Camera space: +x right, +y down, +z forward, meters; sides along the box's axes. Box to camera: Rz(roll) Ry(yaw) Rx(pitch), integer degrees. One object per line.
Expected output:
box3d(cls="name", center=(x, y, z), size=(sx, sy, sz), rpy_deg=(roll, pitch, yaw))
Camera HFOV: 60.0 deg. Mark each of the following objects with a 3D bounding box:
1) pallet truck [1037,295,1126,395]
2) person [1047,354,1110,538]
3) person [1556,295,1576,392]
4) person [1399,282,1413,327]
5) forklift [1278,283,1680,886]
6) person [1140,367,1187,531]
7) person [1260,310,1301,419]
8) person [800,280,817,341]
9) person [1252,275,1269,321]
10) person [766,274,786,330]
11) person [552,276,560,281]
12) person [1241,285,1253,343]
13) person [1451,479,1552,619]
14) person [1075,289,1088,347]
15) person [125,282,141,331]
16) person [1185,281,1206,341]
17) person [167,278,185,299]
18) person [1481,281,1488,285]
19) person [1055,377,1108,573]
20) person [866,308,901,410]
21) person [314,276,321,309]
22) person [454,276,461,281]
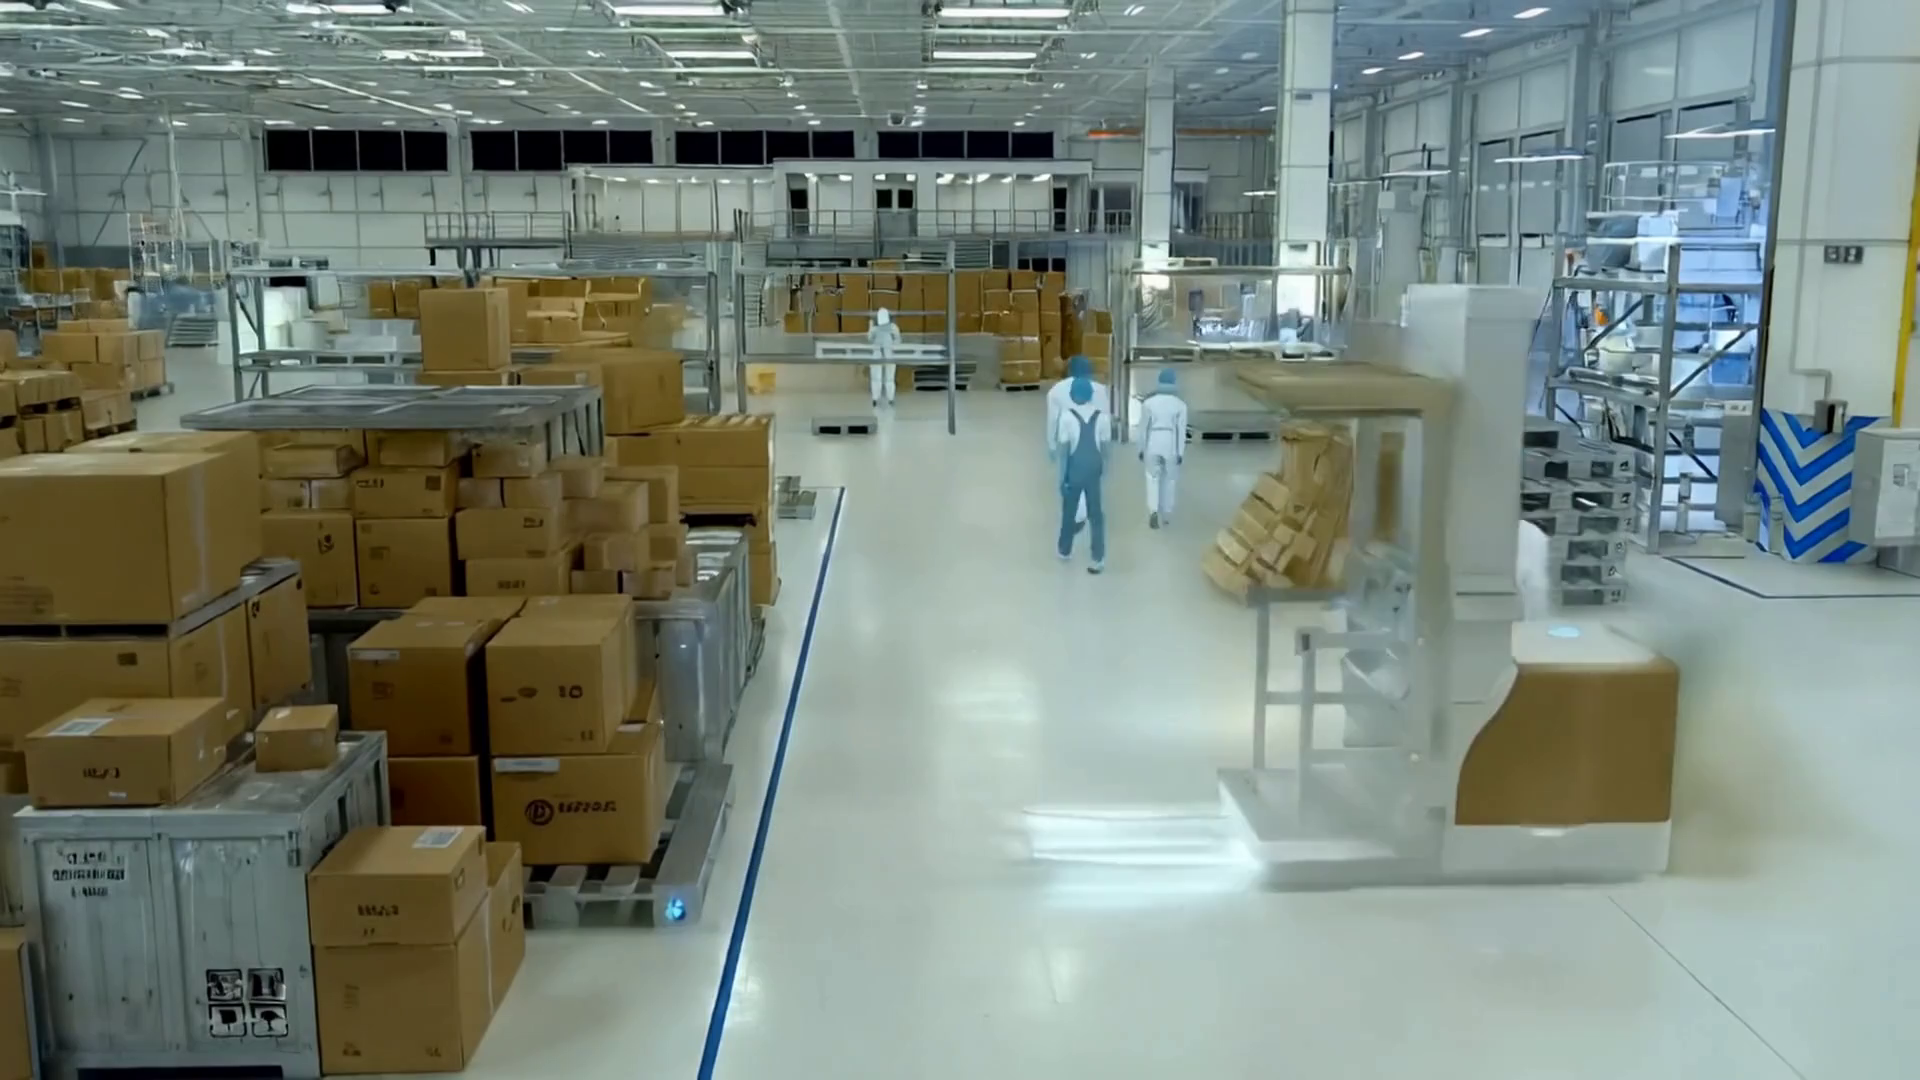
box3d(cls="pallet truck", center=(2.483, -3.881, 33.060), size=(1.885, 1.965, 0.823), rpy_deg=(-7, 13, -36))
box3d(cls="person", center=(1.224, -0.978, 17.254), size=(0.654, 1.879, 0.995), rpy_deg=(2, 10, 10))
box3d(cls="person", center=(12.192, -3.959, 33.561), size=(0.676, 1.980, 0.440), rpy_deg=(-6, 12, -32))
box3d(cls="person", center=(12.400, -6.170, 45.992), size=(0.376, 1.933, 0.545), rpy_deg=(-10, 14, -44))
box3d(cls="forklift", center=(2.428, 0.159, 8.094), size=(1.873, 2.768, 1.129), rpy_deg=(0, 10, -2))
box3d(cls="person", center=(2.142, -0.962, 17.560), size=(0.487, 1.718, 0.777), rpy_deg=(1, 10, 4))
box3d(cls="person", center=(5.591, -3.014, 28.602), size=(0.698, 1.864, 0.581), rpy_deg=(6, 12, 31))
box3d(cls="person", center=(-4.662, -7.055, 51.128), size=(0.532, 1.859, 0.563), rpy_deg=(1, 10, 6))
box3d(cls="person", center=(10.451, -8.324, 57.932), size=(0.909, 1.963, 0.609), rpy_deg=(5, 11, 24))
box3d(cls="person", center=(-6.273, -8.150, 57.107), size=(0.895, 1.902, 0.638), rpy_deg=(-5, 11, -24))
box3d(cls="person", center=(-14.509, -8.679, 59.993), size=(0.594, 1.922, 0.375), rpy_deg=(7, 12, 33))
box3d(cls="person", center=(8.549, -6.735, 49.629), size=(0.326, 1.760, 0.524), rpy_deg=(-3, 11, -16))
box3d(cls="person", center=(2.775, 0.564, 8.560), size=(0.657, 1.897, 0.944), rpy_deg=(-3, 11, -16))
box3d(cls="person", center=(3.479, -6.373, 47.872), size=(0.435, 1.669, 0.549), rpy_deg=(1, 10, 5))
box3d(cls="person", center=(-23.222, -6.323, 46.922), size=(0.881, 1.911, 0.546), rpy_deg=(-2, 10, -8))
box3d(cls="person", center=(7.147, -6.965, 50.723), size=(0.679, 1.822, 0.626), rpy_deg=(-8, 13, -38))
box3d(cls="person", center=(-26.254, -7.865, 55.747), size=(0.583, 1.837, 0.999), rpy_deg=(0, 10, 1))
box3d(cls="person", center=(15.342, -6.634, 48.703), size=(0.595, 1.900, 0.886), rpy_deg=(4, 11, 20))
box3d(cls="person", center=(1.152, -0.603, 15.396), size=(0.527, 1.805, 0.987), rpy_deg=(-3, 11, -15))
box3d(cls="person", center=(-1.399, -3.280, 30.146), size=(0.635, 1.842, 0.429), rpy_deg=(1, 10, 4))
box3d(cls="person", center=(-25.250, -9.578, 65.444), size=(0.324, 1.767, 0.533), rpy_deg=(-7, 12, -35))
box3d(cls="person", center=(-16.729, -7.947, 55.591), size=(0.683, 2.000, 0.982), rpy_deg=(2, 10, 10))
